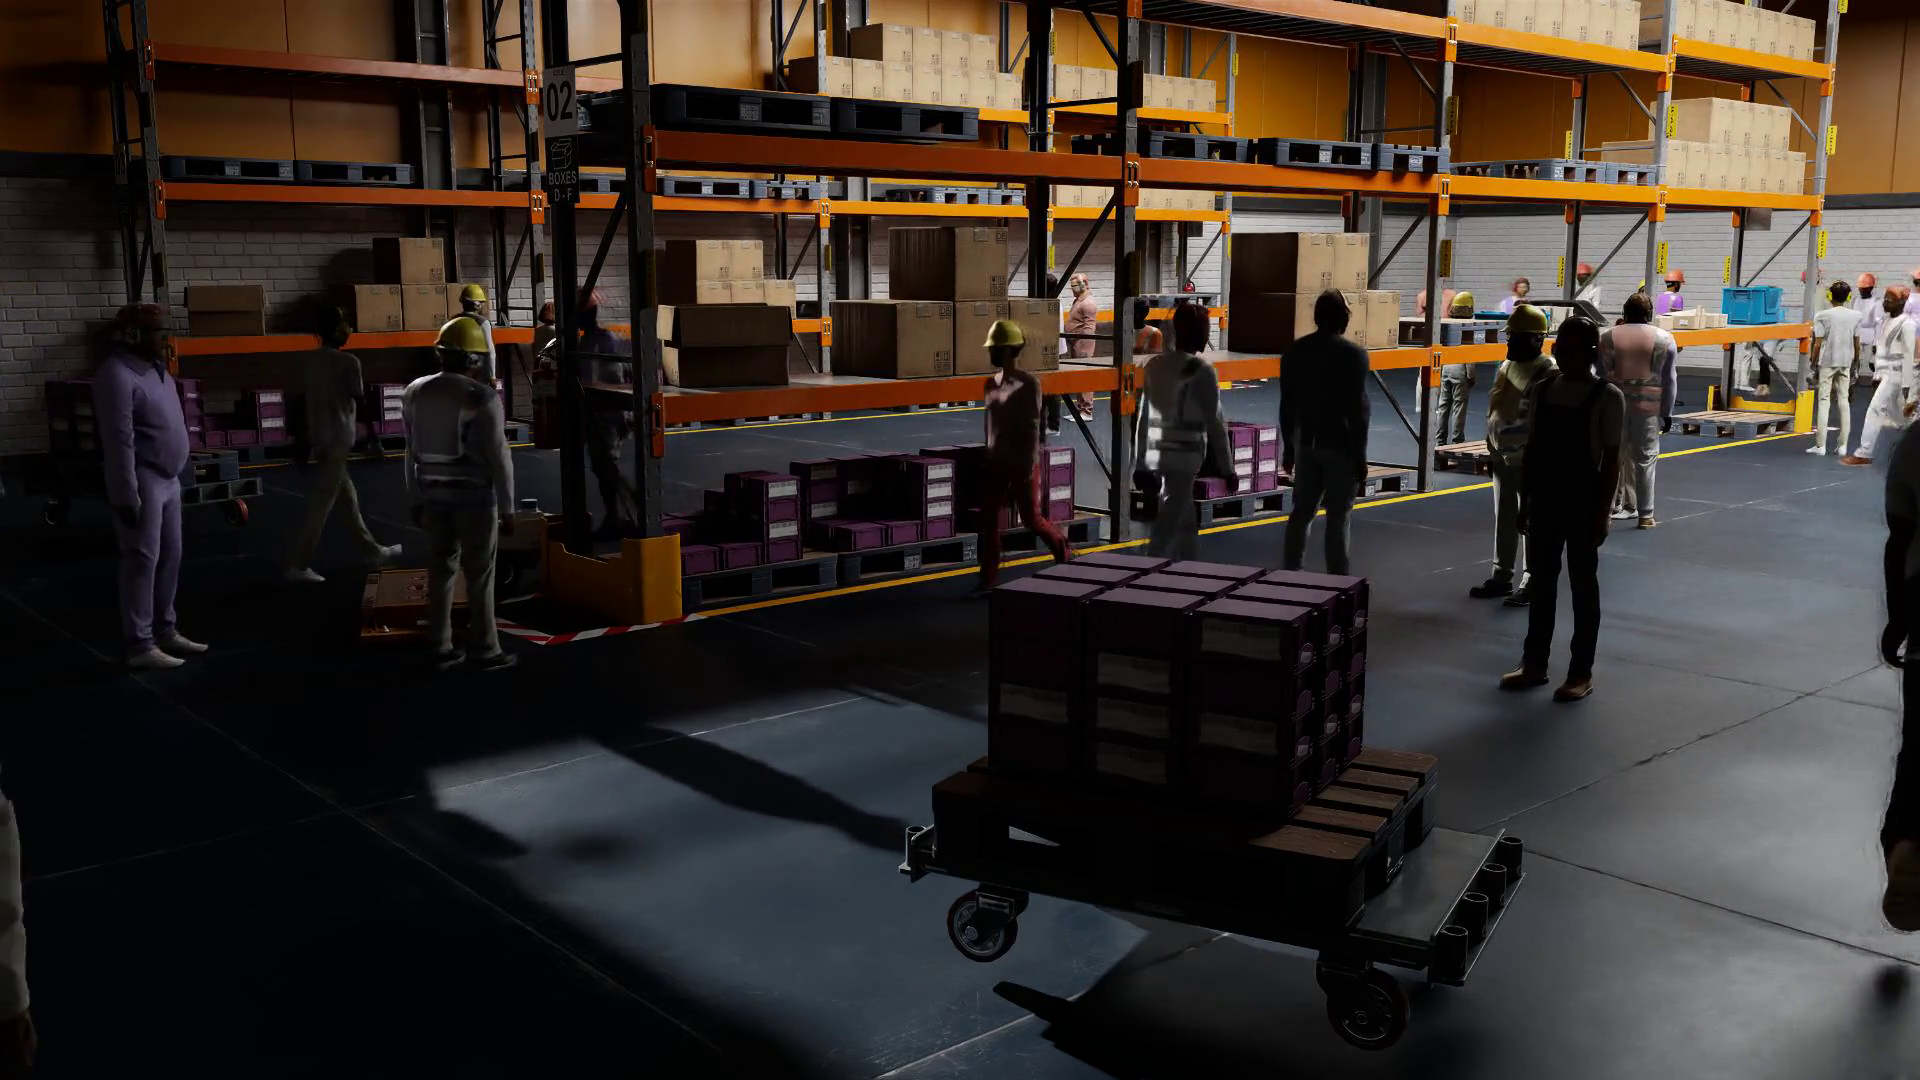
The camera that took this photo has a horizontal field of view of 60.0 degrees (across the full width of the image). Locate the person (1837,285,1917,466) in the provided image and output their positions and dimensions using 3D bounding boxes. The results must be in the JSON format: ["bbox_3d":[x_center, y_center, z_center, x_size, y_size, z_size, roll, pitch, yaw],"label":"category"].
[{"bbox_3d":[9.416,-1.632,16.675,0.903,1.852,0.586,3,10,17],"label":"person"}]

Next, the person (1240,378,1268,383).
[{"bbox_3d":[4.961,-3.599,28.003,0.652,1.906,0.402,1,10,4],"label":"person"}]

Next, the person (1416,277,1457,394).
[{"bbox_3d":[7.168,-3.124,24.999,0.665,1.981,0.562,0,10,1],"label":"person"}]

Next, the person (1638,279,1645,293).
[{"bbox_3d":[10.663,-3.176,25.957,0.523,1.762,0.328,-1,10,-5],"label":"person"}]

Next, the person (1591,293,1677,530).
[{"bbox_3d":[5.237,-1.001,12.981,0.636,1.842,0.429,4,11,23],"label":"person"}]

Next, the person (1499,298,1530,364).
[{"bbox_3d":[6.880,-2.152,20.410,0.527,1.604,0.774,3,10,18],"label":"person"}]

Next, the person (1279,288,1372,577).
[{"bbox_3d":[2.230,-0.556,10.133,0.419,1.947,0.627,-8,13,-40],"label":"person"}]

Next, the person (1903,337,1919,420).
[{"bbox_3d":[8.236,-1.199,13.946,0.376,1.923,0.584,-4,10,-21],"label":"person"}]

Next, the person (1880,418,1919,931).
[{"bbox_3d":[3.172,0.248,5.086,0.683,2.000,0.773,8,13,39],"label":"person"}]

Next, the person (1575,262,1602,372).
[{"bbox_3d":[10.351,-3.585,27.585,0.625,2.028,0.732,9,13,41],"label":"person"}]

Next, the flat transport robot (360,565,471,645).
[{"bbox_3d":[-3.108,0.351,9.656,0.652,0.197,1.431,-3,10,-17],"label":"flat transport robot"}]

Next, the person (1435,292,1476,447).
[{"bbox_3d":[5.350,-1.784,17.855,0.324,1.743,0.491,-5,11,-27],"label":"person"}]

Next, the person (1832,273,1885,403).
[{"bbox_3d":[13.130,-2.908,24.059,0.973,1.886,0.555,-5,11,-26],"label":"person"}]

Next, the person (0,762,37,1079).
[{"bbox_3d":[-1.841,0.745,2.641,0.391,1.895,0.711,8,13,40],"label":"person"}]

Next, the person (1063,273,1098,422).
[{"bbox_3d":[1.543,-2.466,21.388,0.409,1.903,0.639,-1,10,-7],"label":"person"}]

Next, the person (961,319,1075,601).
[{"bbox_3d":[0.376,-0.503,10.348,0.763,1.742,0.521,-9,13,-42],"label":"person"}]

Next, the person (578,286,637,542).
[{"bbox_3d":[-2.667,-0.925,12.350,0.535,1.904,0.591,-7,12,-34],"label":"person"}]

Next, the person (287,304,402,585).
[{"bbox_3d":[-4.119,-0.639,10.973,0.489,1.812,1.028,5,11,28],"label":"person"}]

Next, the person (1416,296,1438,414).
[{"bbox_3d":[6.344,-2.520,22.473,0.284,1.636,0.500,0,10,-2],"label":"person"}]

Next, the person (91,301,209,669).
[{"bbox_3d":[-4.191,-0.278,8.607,0.398,1.899,0.649,-1,10,-6],"label":"person"}]

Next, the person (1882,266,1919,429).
[{"bbox_3d":[11.780,-2.358,20.408,0.760,2.013,0.634,4,10,21],"label":"person"}]

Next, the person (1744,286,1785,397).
[{"bbox_3d":[12.037,-2.974,25.003,0.735,1.665,0.554,-5,11,-25],"label":"person"}]

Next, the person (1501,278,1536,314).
[{"bbox_3d":[8.486,-3.102,25.393,0.580,1.811,0.925,-1,10,-4],"label":"person"}]

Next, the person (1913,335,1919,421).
[{"bbox_3d":[8.747,-1.282,14.847,0.524,1.770,0.315,-1,10,-5],"label":"person"}]

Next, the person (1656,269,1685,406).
[{"bbox_3d":[10.088,-2.871,23.644,0.355,1.940,0.542,-3,10,-17],"label":"person"}]

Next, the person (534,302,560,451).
[{"bbox_3d":[-4.478,-1.789,18.238,0.500,1.629,0.271,8,13,40],"label":"person"}]

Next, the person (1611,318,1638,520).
[{"bbox_3d":[5.387,-0.989,13.486,0.308,1.645,0.517,-1,10,-7],"label":"person"}]

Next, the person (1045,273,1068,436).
[{"bbox_3d":[1.074,-2.192,19.727,0.392,1.920,0.587,1,10,8],"label":"person"}]

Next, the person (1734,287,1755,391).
[{"bbox_3d":[12.475,-3.175,26.301,0.310,1.638,0.523,1,10,7],"label":"person"}]

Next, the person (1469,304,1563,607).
[{"bbox_3d":[3.414,-0.514,10.152,0.403,1.834,0.588,-4,10,-20],"label":"person"}]

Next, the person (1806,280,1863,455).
[{"bbox_3d":[9.337,-1.835,17.776,0.517,1.874,0.327,1,10,6],"label":"person"}]

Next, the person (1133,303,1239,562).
[{"bbox_3d":[1.364,-0.441,9.682,0.910,1.843,0.582,-5,11,-26],"label":"person"}]

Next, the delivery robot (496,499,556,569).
[{"bbox_3d":[-2.772,-0.023,10.744,0.707,0.478,0.477,-4,11,-23],"label":"delivery robot"}]

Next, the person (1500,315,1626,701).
[{"bbox_3d":[2.916,-0.155,8.020,0.345,1.846,0.508,-8,12,-38],"label":"person"}]

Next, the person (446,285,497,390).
[{"bbox_3d":[-5.067,-1.744,17.368,0.601,1.827,0.403,5,11,28],"label":"person"}]

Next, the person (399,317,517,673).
[{"bbox_3d":[-2.537,-0.217,8.475,0.606,1.823,0.404,3,10,19],"label":"person"}]

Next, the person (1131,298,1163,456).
[{"bbox_3d":[1.882,-1.689,17.458,0.530,1.689,0.322,7,12,37],"label":"person"}]

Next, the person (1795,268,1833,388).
[{"bbox_3d":[13.800,-3.403,26.759,0.667,1.936,0.646,0,10,-3],"label":"person"}]
